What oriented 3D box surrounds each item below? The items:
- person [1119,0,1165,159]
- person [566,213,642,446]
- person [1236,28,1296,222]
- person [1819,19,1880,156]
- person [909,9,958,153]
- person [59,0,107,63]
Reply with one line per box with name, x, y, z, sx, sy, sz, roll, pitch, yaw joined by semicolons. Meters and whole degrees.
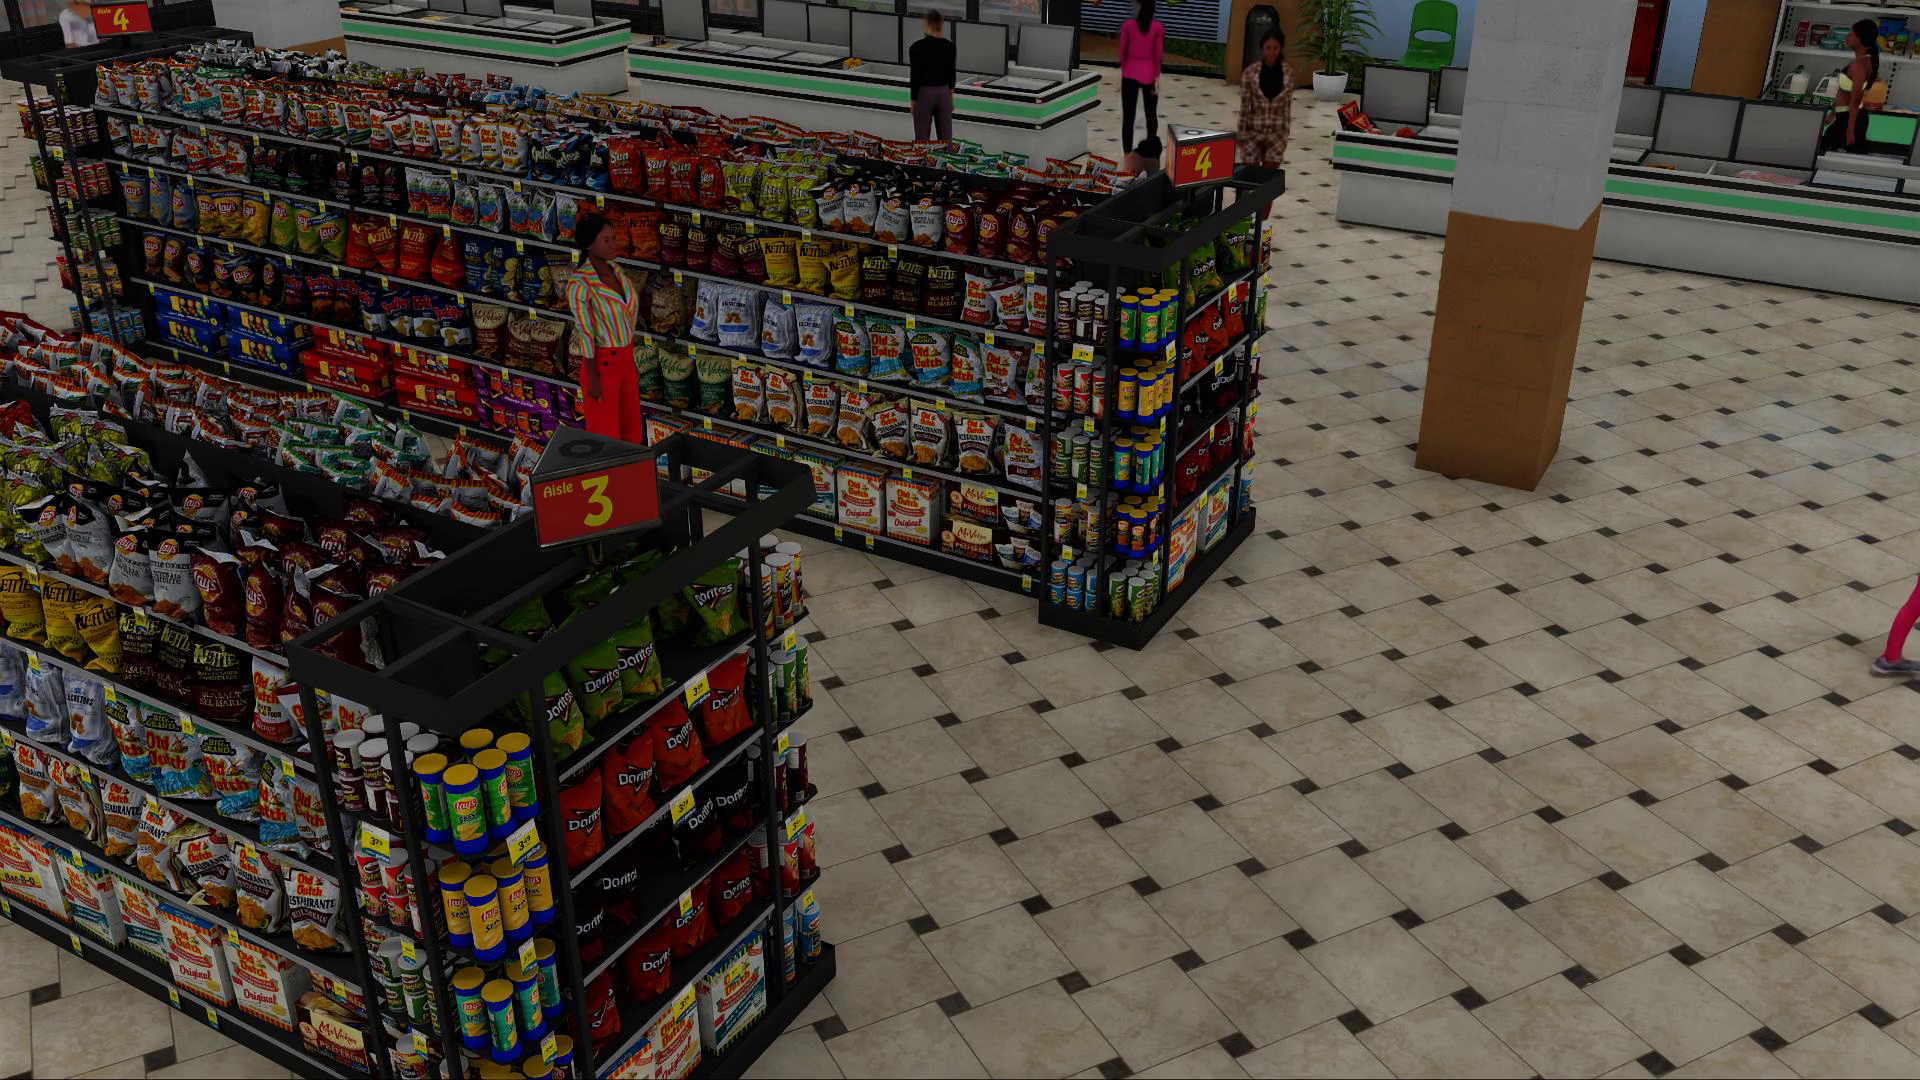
person;1.680;-4.312;15.737;1.100;1.655;0.911;4;27;9
person;-1.842;-0.842;8.740;0.565;1.794;0.617;10;29;20
person;2.452;-3.260;13.533;0.994;1.772;0.924;1;27;2
person;7.561;-3.437;13.953;1.209;1.707;0.684;20;33;34
person;-0.241;-3.901;14.905;0.685;1.675;0.728;-10;28;-18
person;-8.370;-4.479;16.124;0.753;1.603;0.692;22;34;36
